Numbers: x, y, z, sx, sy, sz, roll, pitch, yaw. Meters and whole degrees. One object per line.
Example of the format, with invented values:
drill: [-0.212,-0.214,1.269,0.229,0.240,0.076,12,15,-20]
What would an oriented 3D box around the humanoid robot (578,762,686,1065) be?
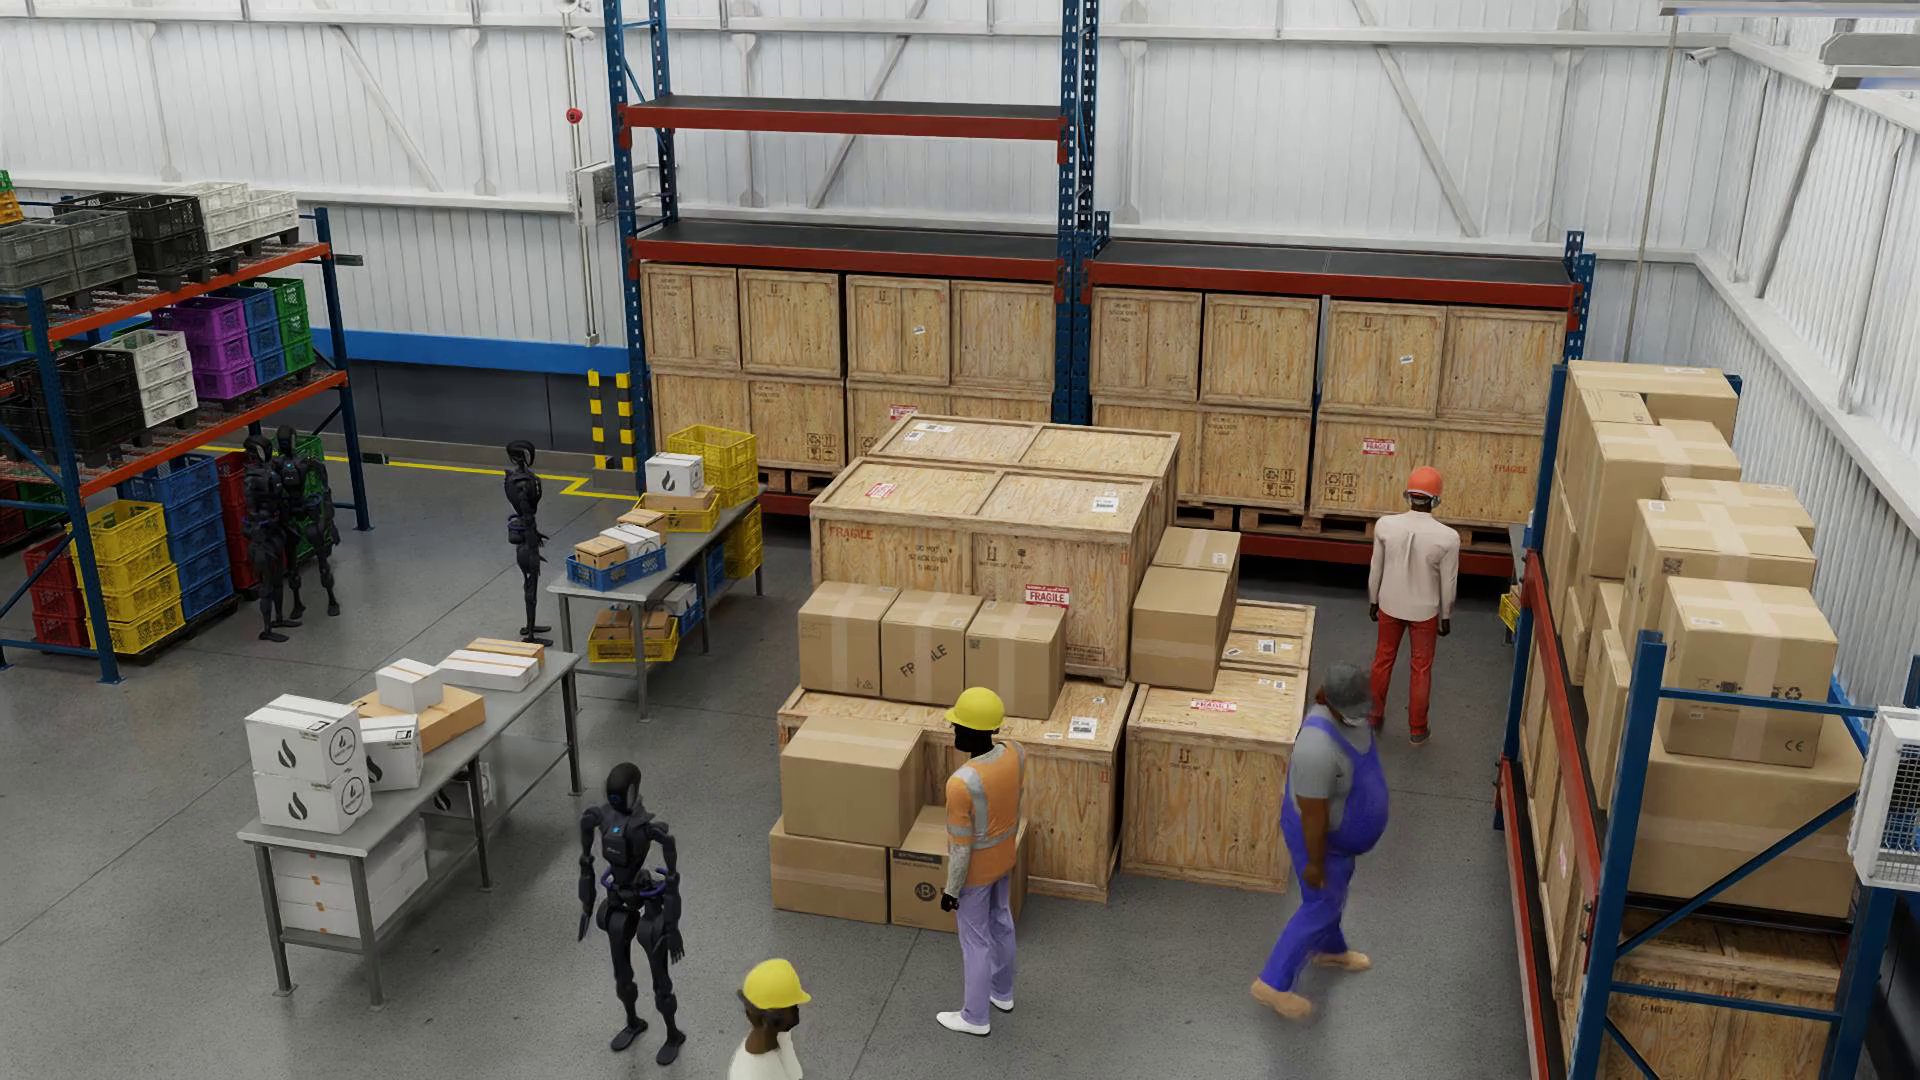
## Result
humanoid robot: [-1.621,1.842,8.250,0.571,1.651,0.333,8,22,20]

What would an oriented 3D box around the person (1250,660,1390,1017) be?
person: [1.943,1.471,8.720,0.595,2.000,0.807,8,22,20]

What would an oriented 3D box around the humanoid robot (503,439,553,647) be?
humanoid robot: [-3.377,0.004,13.044,0.310,1.657,0.609,-5,22,-14]

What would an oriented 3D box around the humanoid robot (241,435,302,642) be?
humanoid robot: [-5.460,-0.038,13.152,0.315,1.657,0.599,1,21,3]

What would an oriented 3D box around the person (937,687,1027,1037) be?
person: [0.104,1.628,8.459,0.349,1.929,0.593,14,25,32]

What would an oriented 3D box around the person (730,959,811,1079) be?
person: [-0.759,2.457,6.545,0.445,1.757,0.582,5,21,12]

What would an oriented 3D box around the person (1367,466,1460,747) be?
person: [3.113,0.450,11.475,0.609,1.985,0.412,13,24,30]

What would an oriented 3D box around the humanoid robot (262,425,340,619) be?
humanoid robot: [-5.331,-0.147,13.454,0.574,1.647,0.363,-4,21,-11]
